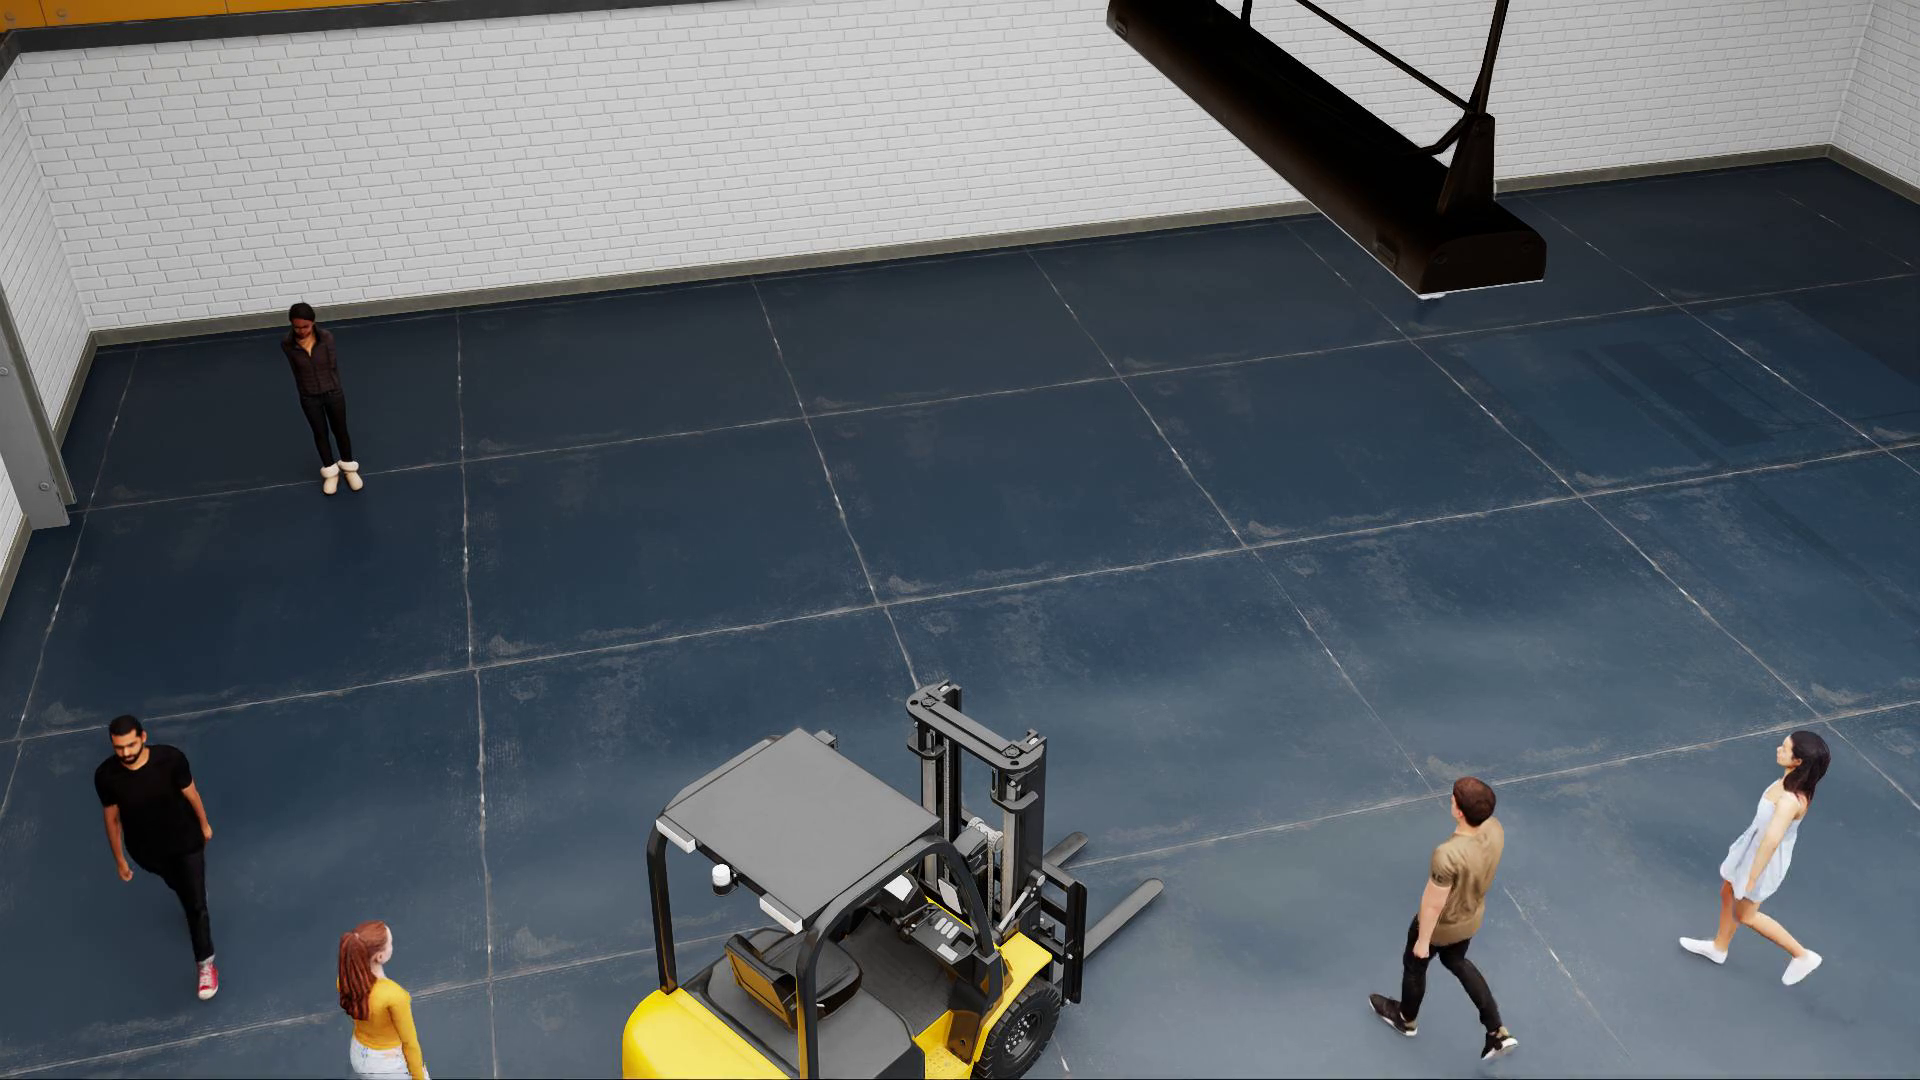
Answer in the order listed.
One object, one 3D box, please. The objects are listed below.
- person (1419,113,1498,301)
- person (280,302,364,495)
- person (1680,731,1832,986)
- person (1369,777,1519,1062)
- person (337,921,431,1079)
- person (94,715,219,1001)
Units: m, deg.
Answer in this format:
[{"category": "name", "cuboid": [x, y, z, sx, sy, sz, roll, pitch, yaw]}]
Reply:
[{"category": "person", "cuboid": [4.935, -3.264, 16.563, 0.911, 1.857, 1.240, -15, 36, -21]}, {"category": "person", "cuboid": [-5.245, -1.204, 13.641, 0.598, 1.661, 0.650, -12, 35, -17]}, {"category": "person", "cuboid": [4.490, 1.777, 9.107, 0.998, 1.715, 0.951, 17, 37, 23]}, {"category": "person", "cuboid": [2.611, 2.017, 8.637, 0.933, 1.834, 1.162, -24, 41, -32]}, {"category": "person", "cuboid": [-2.789, 2.569, 7.901, 0.852, 1.730, 0.935, 14, 36, 20]}, {"category": "person", "cuboid": [-4.456, 1.636, 9.322, 0.697, 1.712, 1.167, -11, 35, -16]}]
